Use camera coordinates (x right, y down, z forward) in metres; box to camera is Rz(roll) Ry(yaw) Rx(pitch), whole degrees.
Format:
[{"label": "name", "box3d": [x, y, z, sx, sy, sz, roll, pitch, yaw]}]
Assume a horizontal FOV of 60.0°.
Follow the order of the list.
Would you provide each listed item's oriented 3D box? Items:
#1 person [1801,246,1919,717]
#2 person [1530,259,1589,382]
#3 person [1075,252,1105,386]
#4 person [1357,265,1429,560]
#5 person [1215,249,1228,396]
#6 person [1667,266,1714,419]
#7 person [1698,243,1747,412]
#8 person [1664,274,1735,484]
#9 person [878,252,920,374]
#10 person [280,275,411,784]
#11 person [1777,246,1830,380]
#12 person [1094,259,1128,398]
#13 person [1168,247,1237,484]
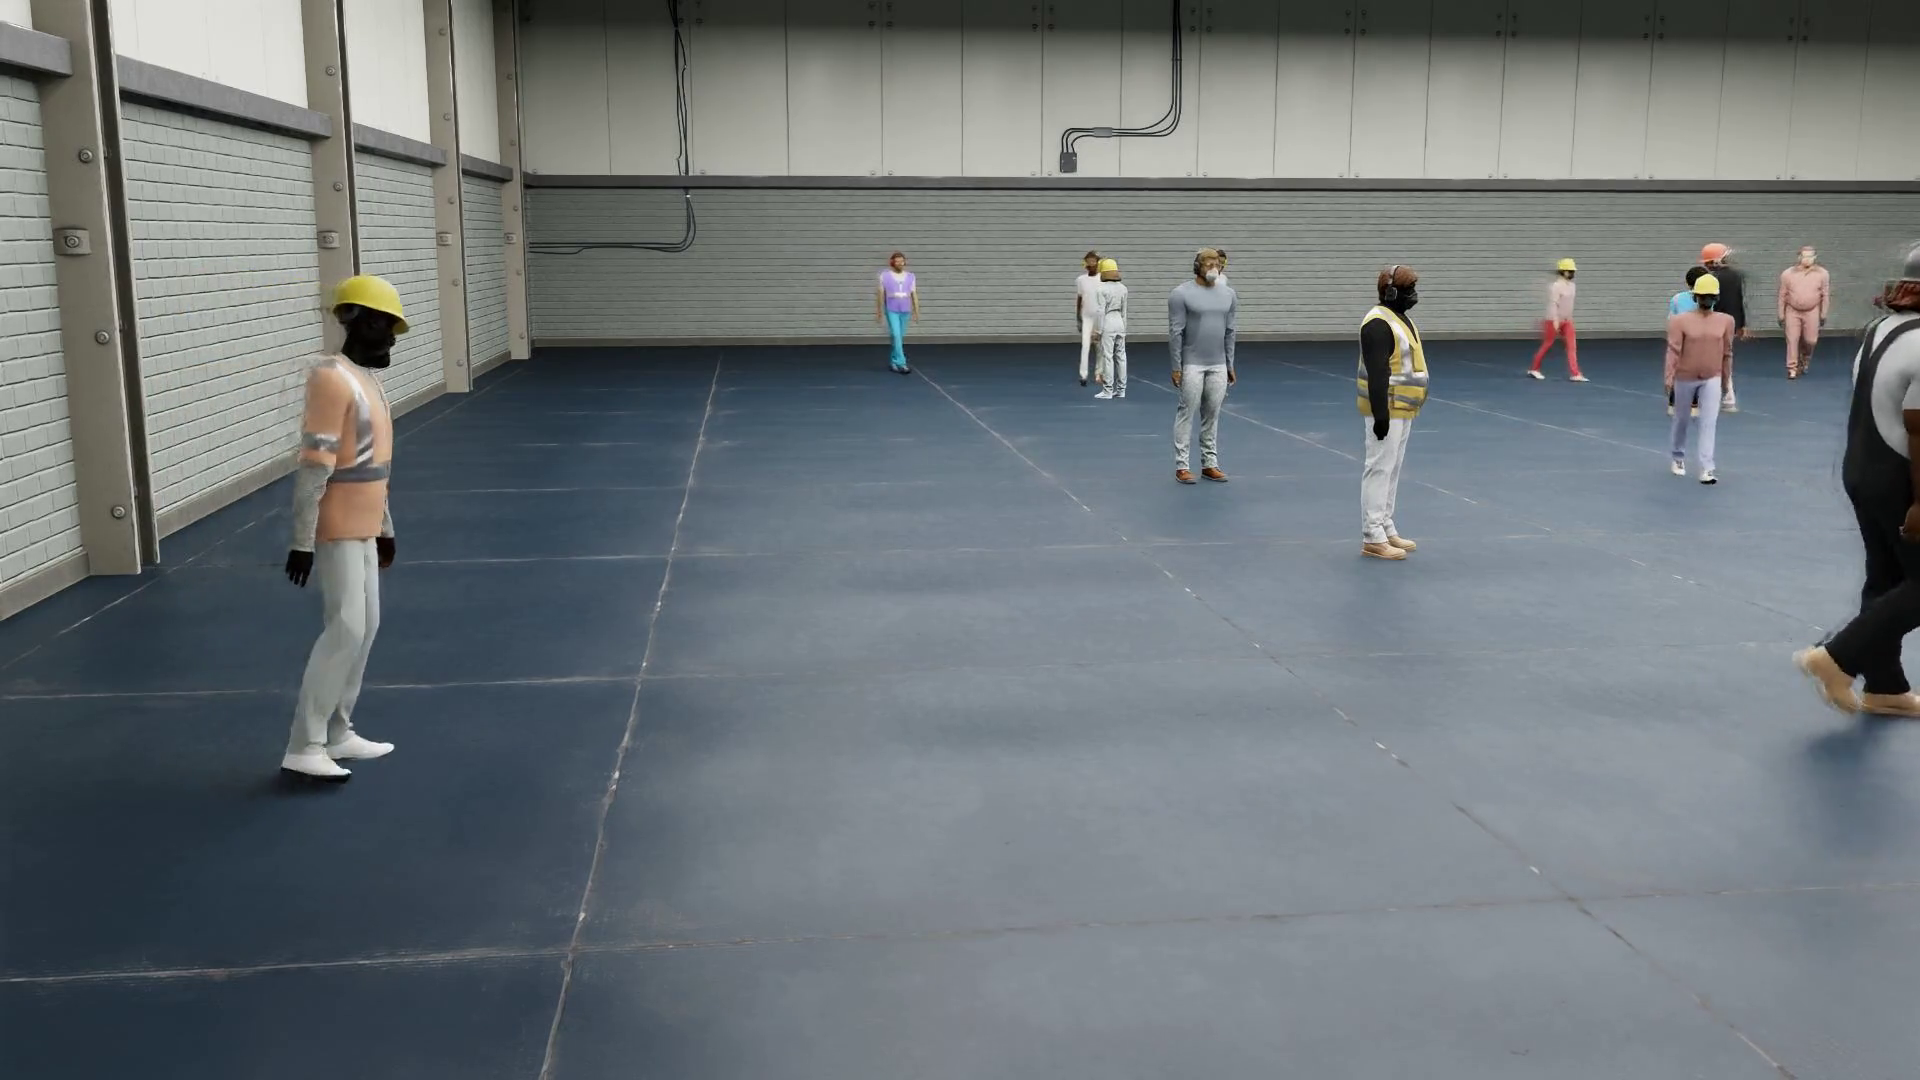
[{"label": "person", "box3d": [3.908, -0.238, 6.877, 0.640, 2.000, 0.691, 1, 10, 7]}, {"label": "person", "box3d": [8.463, -3.100, 23.453, 0.534, 1.721, 0.926, -6, 12, -31]}, {"label": "person", "box3d": [1.826, -3.022, 22.765, 0.510, 1.821, 1.015, 1, 10, 8]}, {"label": "person", "box3d": [2.744, -0.810, 10.559, 0.429, 1.844, 0.626, 5, 12, 27]}, {"label": "person", "box3d": [3.225, -2.740, 21.083, 0.518, 1.865, 0.329, -10, 14, -43]}, {"label": "person", "box3d": [8.179, -2.208, 18.612, 0.318, 1.697, 0.540, -7, 12, -32]}, {"label": "person", "box3d": [8.785, -2.479, 19.443, 0.684, 1.937, 0.843, -7, 12, -34]}, {"label": "person", "box3d": [6.143, -1.348, 13.855, 0.545, 1.715, 0.925, 2, 11, 11]}, {"label": "person", "box3d": [-0.905, -3.370, 24.717, 0.585, 1.792, 0.966, -5, 11, -25]}, {"label": "person", "box3d": [-2.314, -0.054, 6.311, 0.498, 1.878, 0.647, -1, 10, -7]}, {"label": "person", "box3d": [12.029, -3.241, 23.758, 0.655, 1.893, 0.542, 4, 11, 22]}, {"label": "person", "box3d": [1.886, -2.649, 20.920, 0.486, 1.740, 0.313, -8, 13, -36]}, {"label": "person", "box3d": [2.005, -1.434, 13.713, 0.632, 1.940, 0.372, -5, 11, -24]}]
